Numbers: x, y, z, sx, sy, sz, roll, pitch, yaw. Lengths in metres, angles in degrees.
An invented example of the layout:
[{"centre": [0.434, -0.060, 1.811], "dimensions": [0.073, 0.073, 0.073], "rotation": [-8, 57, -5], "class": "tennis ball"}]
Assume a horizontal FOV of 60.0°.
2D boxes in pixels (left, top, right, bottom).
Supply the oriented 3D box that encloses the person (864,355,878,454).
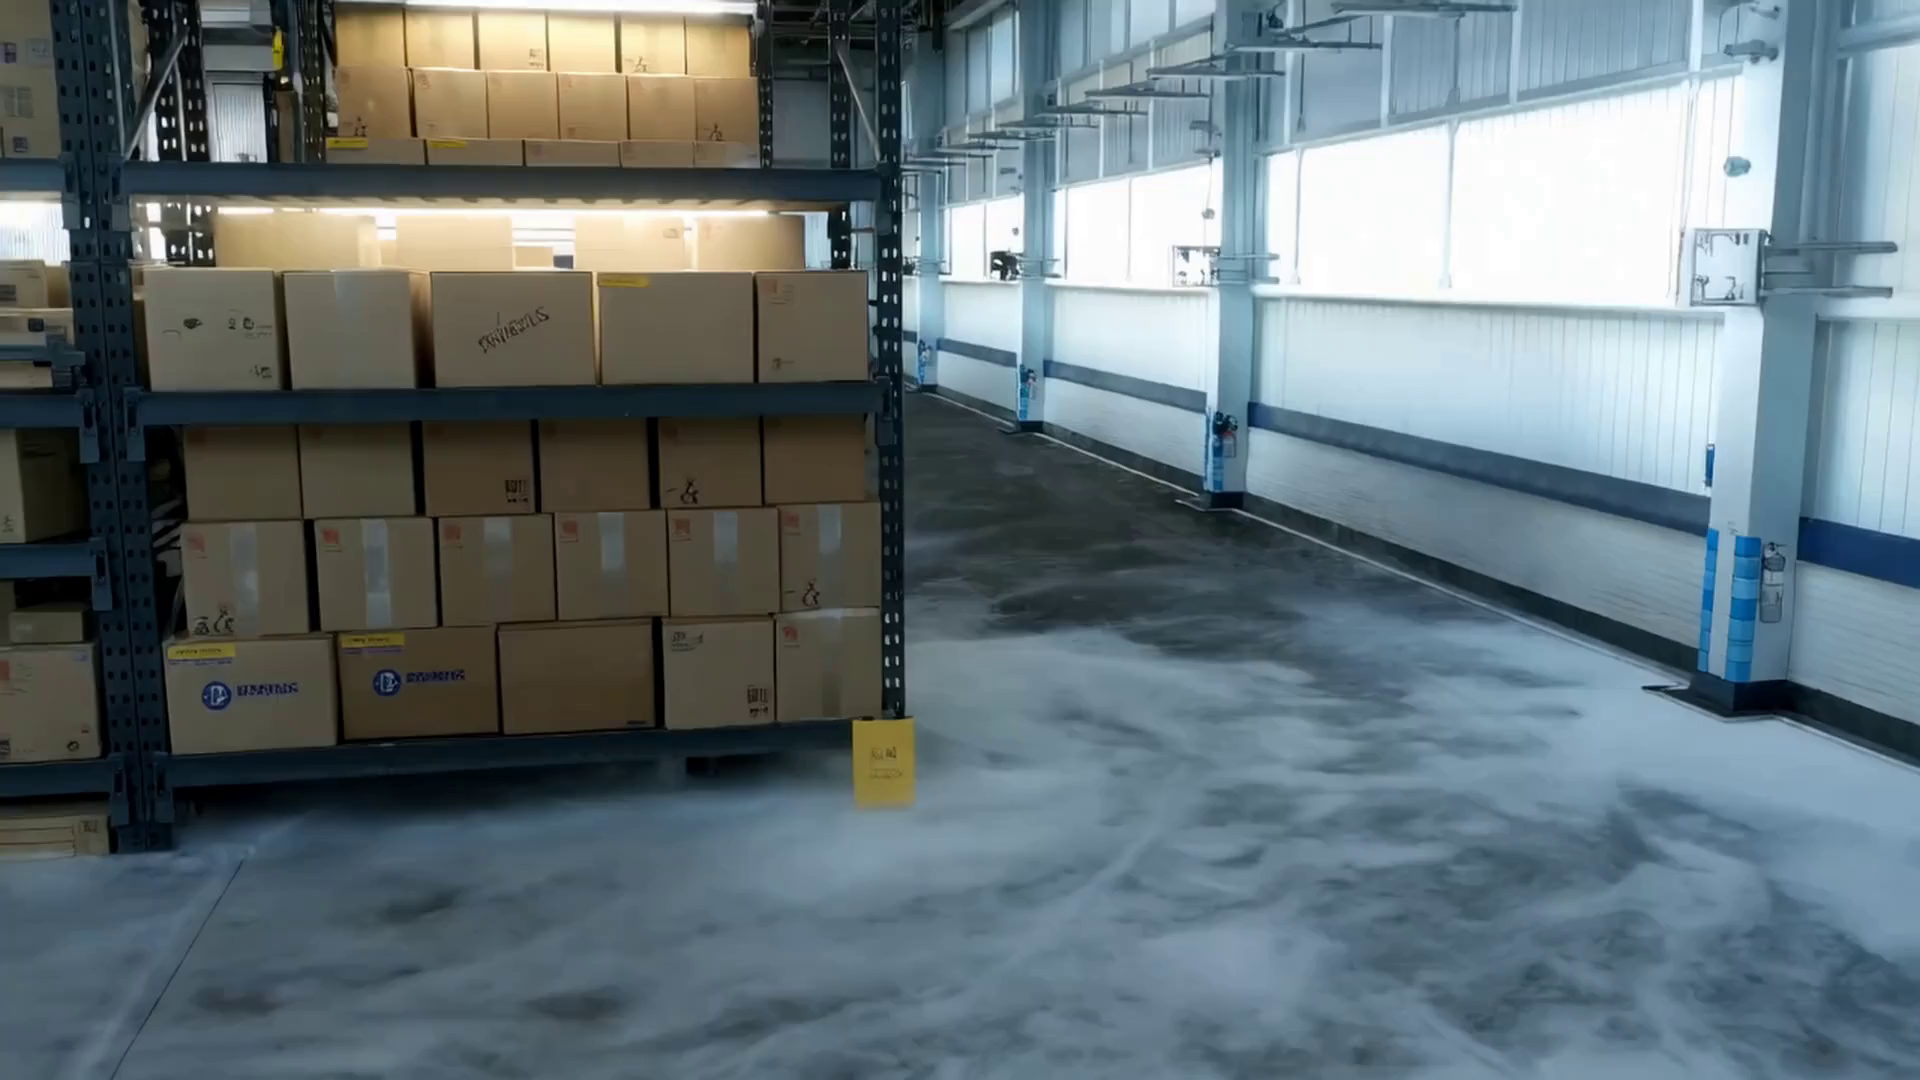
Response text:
[{"centre": [-1.399, -2.183, 26.945], "dimensions": [0.551, 1.605, 0.761], "rotation": [-7, 11, -35], "class": "person"}]
